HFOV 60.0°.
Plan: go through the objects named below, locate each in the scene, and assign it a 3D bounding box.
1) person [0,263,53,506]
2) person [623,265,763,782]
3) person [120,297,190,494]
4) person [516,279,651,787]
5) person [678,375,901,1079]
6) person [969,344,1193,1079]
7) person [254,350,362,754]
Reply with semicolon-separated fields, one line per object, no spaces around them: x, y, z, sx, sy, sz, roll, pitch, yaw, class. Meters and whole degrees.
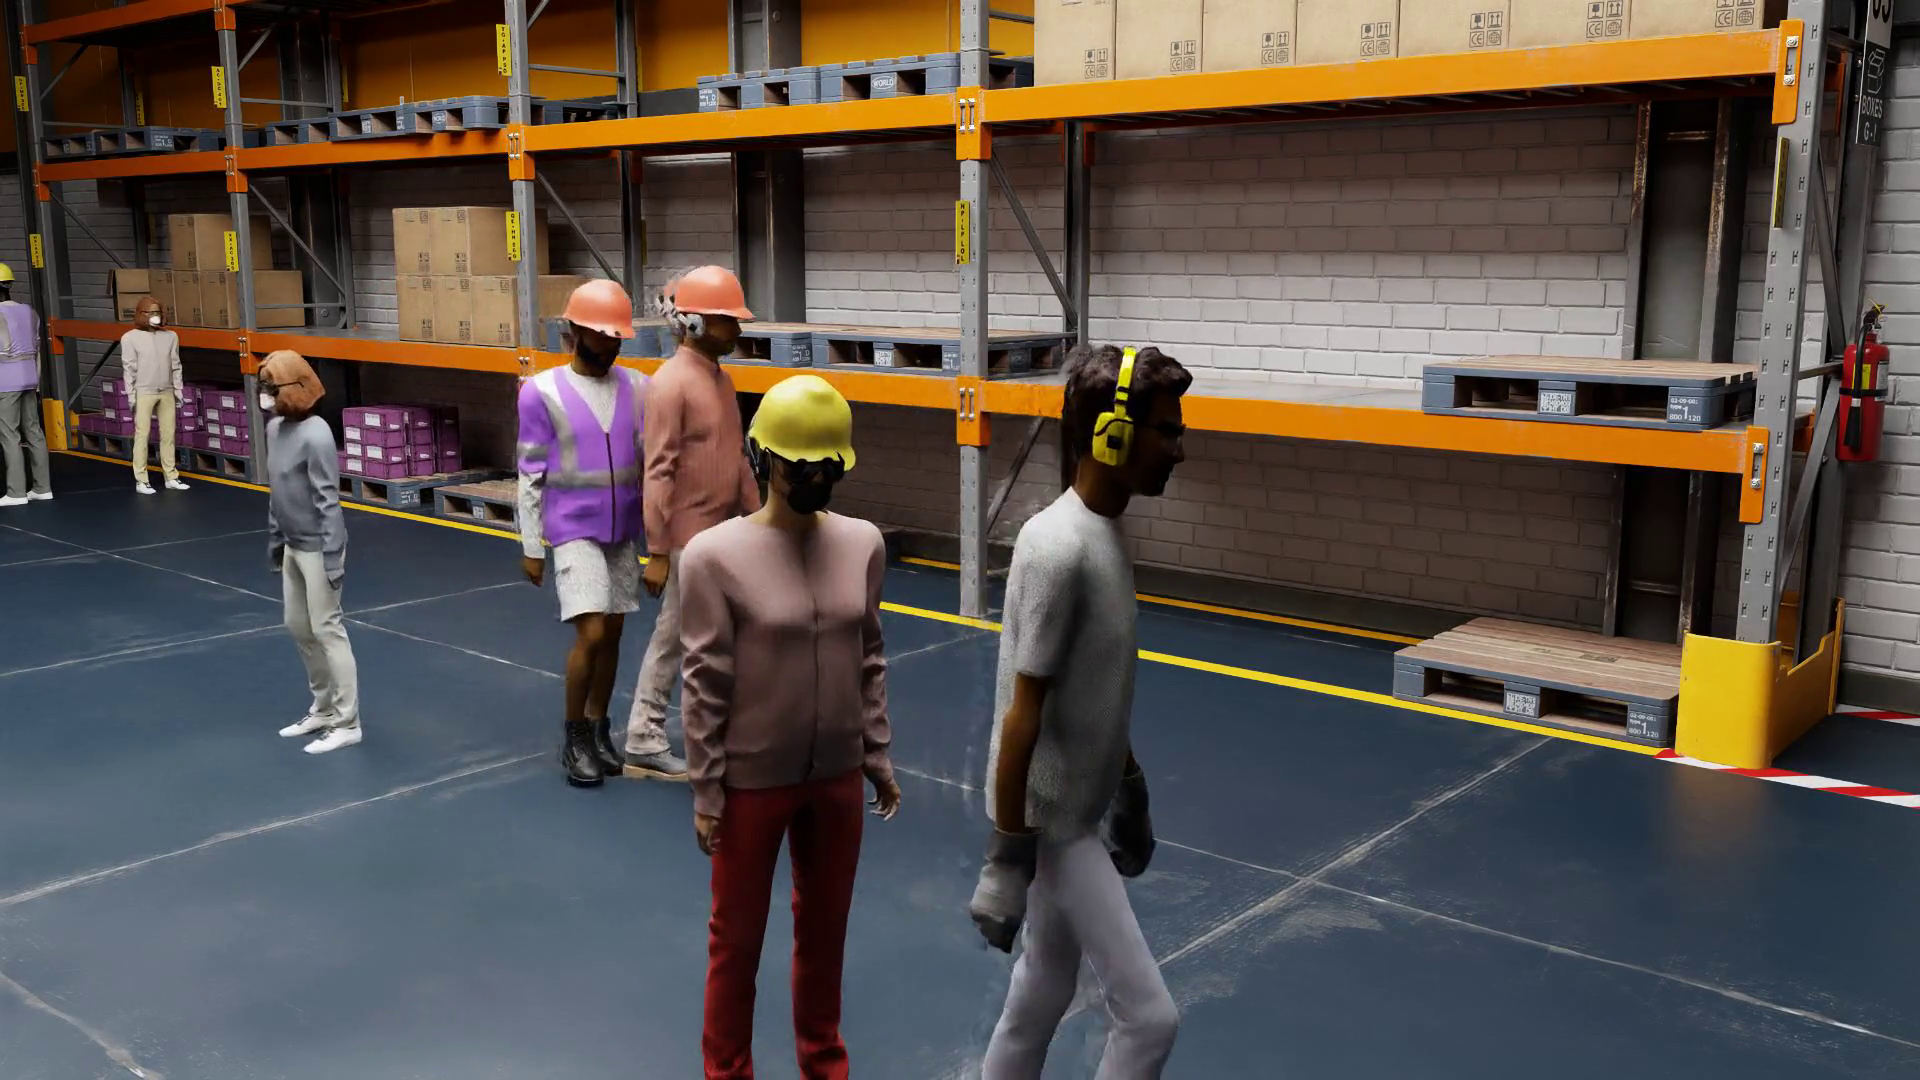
-7.496;-1.228;13.126;0.397;1.918;0.588;2;10;11;person
-0.859;-0.025;6.164;0.977;1.946;0.633;2;10;9;person
-6.674;-1.196;13.785;0.285;1.626;0.495;6;12;32;person
-1.349;-0.018;6.280;0.546;1.902;0.552;-9;13;-41;person
-0.356;0.518;3.636;0.523;1.760;0.329;-8;13;-37;person
0.298;0.554;3.194;0.721;1.837;0.559;2;10;13;person
-2.636;0.044;6.717;0.302;1.621;0.521;-9;13;-41;person
